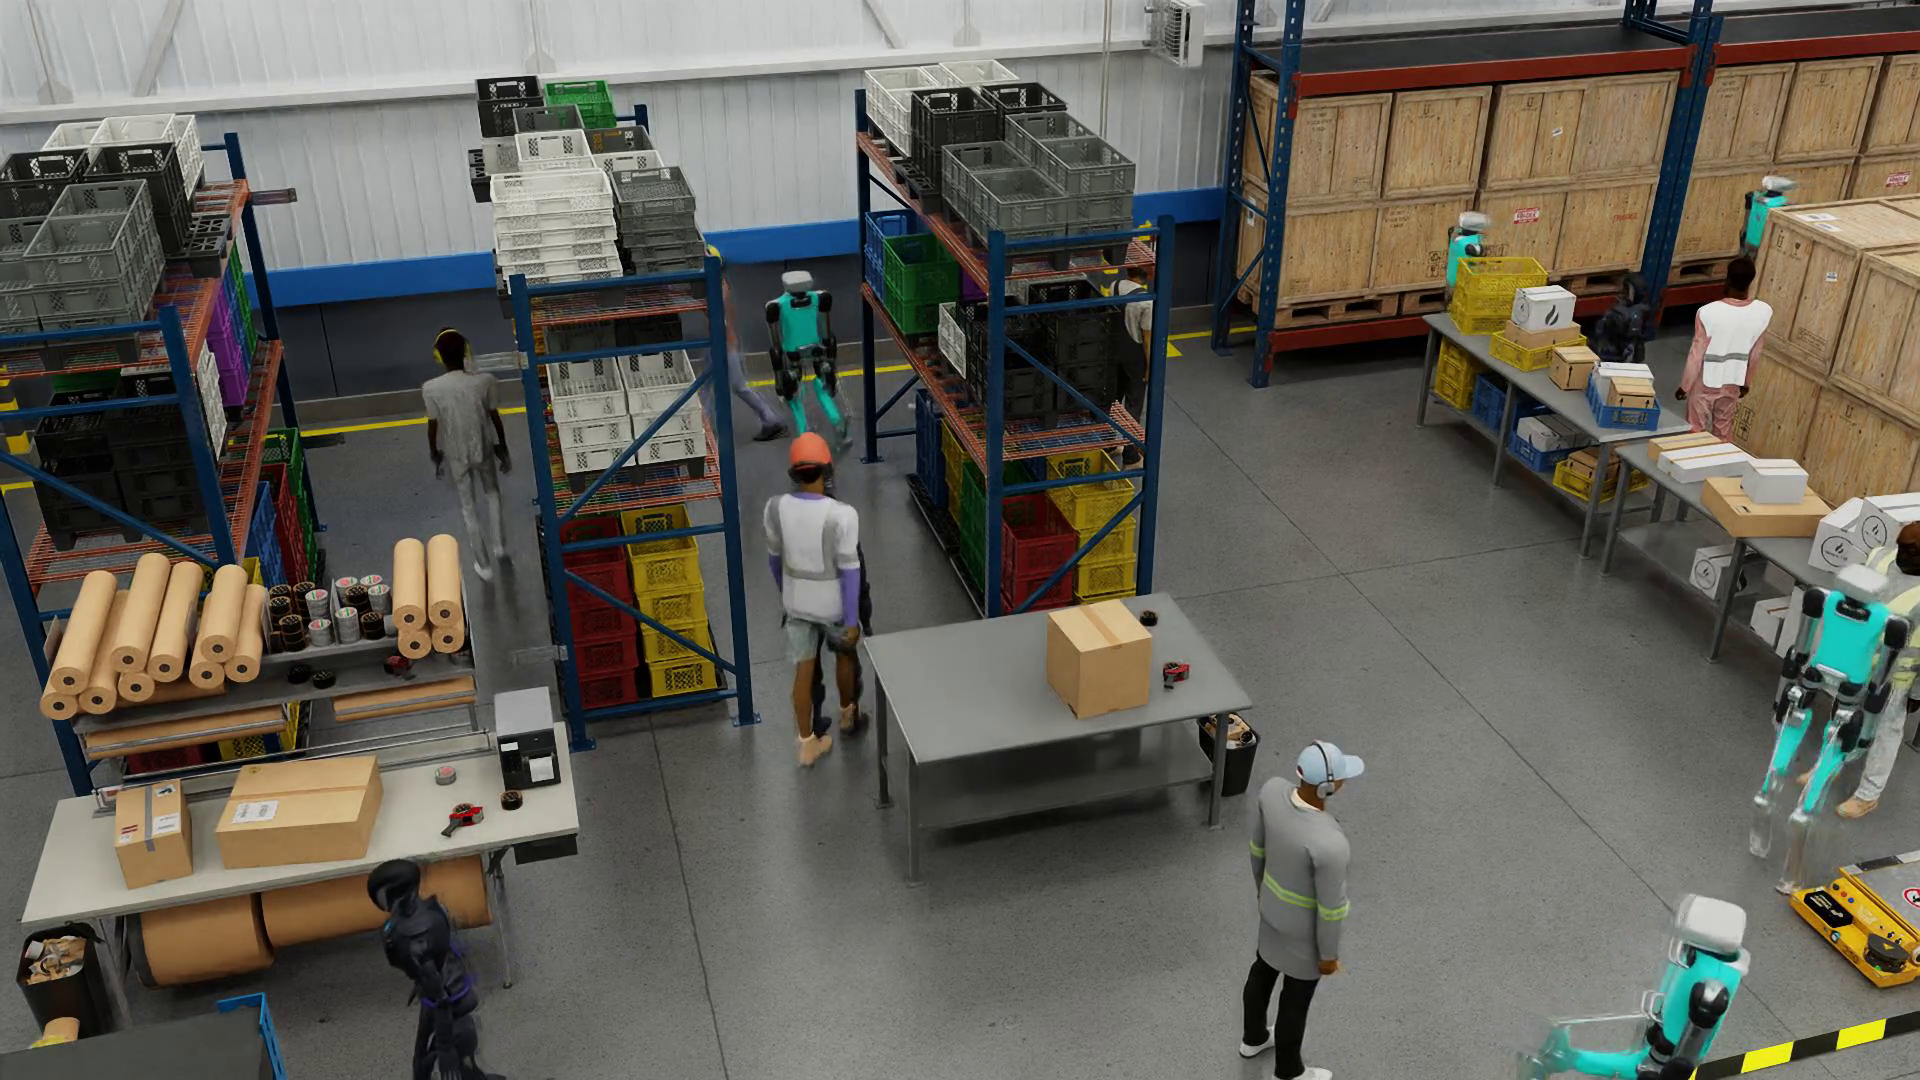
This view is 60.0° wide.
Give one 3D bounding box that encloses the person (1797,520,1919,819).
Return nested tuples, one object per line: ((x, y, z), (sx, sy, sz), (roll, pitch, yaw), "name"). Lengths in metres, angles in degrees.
((5.137, 0.702, 9.263), (0.429, 1.837, 0.623), (-10, 30, -18), "person")

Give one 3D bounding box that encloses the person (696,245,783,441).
((-1.915, -1.589, 13.547), (0.896, 1.723, 0.530), (-5, 29, -9), "person")

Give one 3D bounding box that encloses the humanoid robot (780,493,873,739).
((-0.807, 0.457, 9.862), (0.602, 1.656, 0.336), (8, 30, 14), "humanoid robot")

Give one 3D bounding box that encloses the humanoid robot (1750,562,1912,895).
((4.453, 1.034, 8.777), (0.818, 1.800, 0.552), (-22, 36, -35), "humanoid robot")

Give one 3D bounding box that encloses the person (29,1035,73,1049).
((-3.173, 2.481, 6.140), (0.507, 1.708, 0.795), (-15, 32, -25), "person")

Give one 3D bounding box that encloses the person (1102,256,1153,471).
((1.345, -1.427, 13.135), (0.345, 1.837, 0.500), (-19, 34, -31), "person")

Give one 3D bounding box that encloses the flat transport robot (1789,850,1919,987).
((5.163, 1.916, 8.676), (1.431, 0.231, 0.659), (-8, 30, -14), "flat transport robot")

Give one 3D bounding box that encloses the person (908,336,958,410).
((-0.077, -1.920, 14.022), (0.681, 1.851, 0.518), (0, 29, 1), "person")

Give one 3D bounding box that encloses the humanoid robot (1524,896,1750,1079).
((2.649, 2.128, 6.833), (1.034, 1.783, 0.537), (13, 31, 23), "humanoid robot")

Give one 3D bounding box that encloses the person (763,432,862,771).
((-0.839, 0.346, 9.752), (0.632, 1.982, 0.815), (9, 30, 16), "person")

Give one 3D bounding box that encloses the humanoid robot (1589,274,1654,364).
((5.172, -1.351, 13.184), (0.604, 1.633, 0.632), (-11, 31, -19), "humanoid robot")

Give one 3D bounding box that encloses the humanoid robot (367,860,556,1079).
((-2.185, 1.974, 7.167), (0.732, 1.633, 0.613), (-15, 32, -25), "humanoid robot")

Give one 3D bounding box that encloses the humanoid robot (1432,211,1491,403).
((4.467, -1.889, 14.175), (0.791, 1.881, 0.554), (-3, 29, -5), "humanoid robot")

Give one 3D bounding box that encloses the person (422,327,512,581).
((-3.434, -0.603, 11.613), (0.535, 1.851, 0.517), (-12, 31, -21), "person")

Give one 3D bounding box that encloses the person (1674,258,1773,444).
((5.764, -1.211, 12.653), (0.595, 1.918, 0.385), (-5, 29, -9), "person")

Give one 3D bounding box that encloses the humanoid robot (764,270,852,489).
((-1.117, -1.118, 12.682), (0.555, 1.801, 0.669), (-13, 31, -22), "humanoid robot")

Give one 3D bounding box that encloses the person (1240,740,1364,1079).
((1.534, 1.672, 7.476), (0.401, 1.851, 0.590), (-12, 31, -21), "person")

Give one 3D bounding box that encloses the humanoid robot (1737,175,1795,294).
((7.519, -2.477, 15.208), (1.029, 1.784, 0.530), (-9, 30, -15), "humanoid robot")
